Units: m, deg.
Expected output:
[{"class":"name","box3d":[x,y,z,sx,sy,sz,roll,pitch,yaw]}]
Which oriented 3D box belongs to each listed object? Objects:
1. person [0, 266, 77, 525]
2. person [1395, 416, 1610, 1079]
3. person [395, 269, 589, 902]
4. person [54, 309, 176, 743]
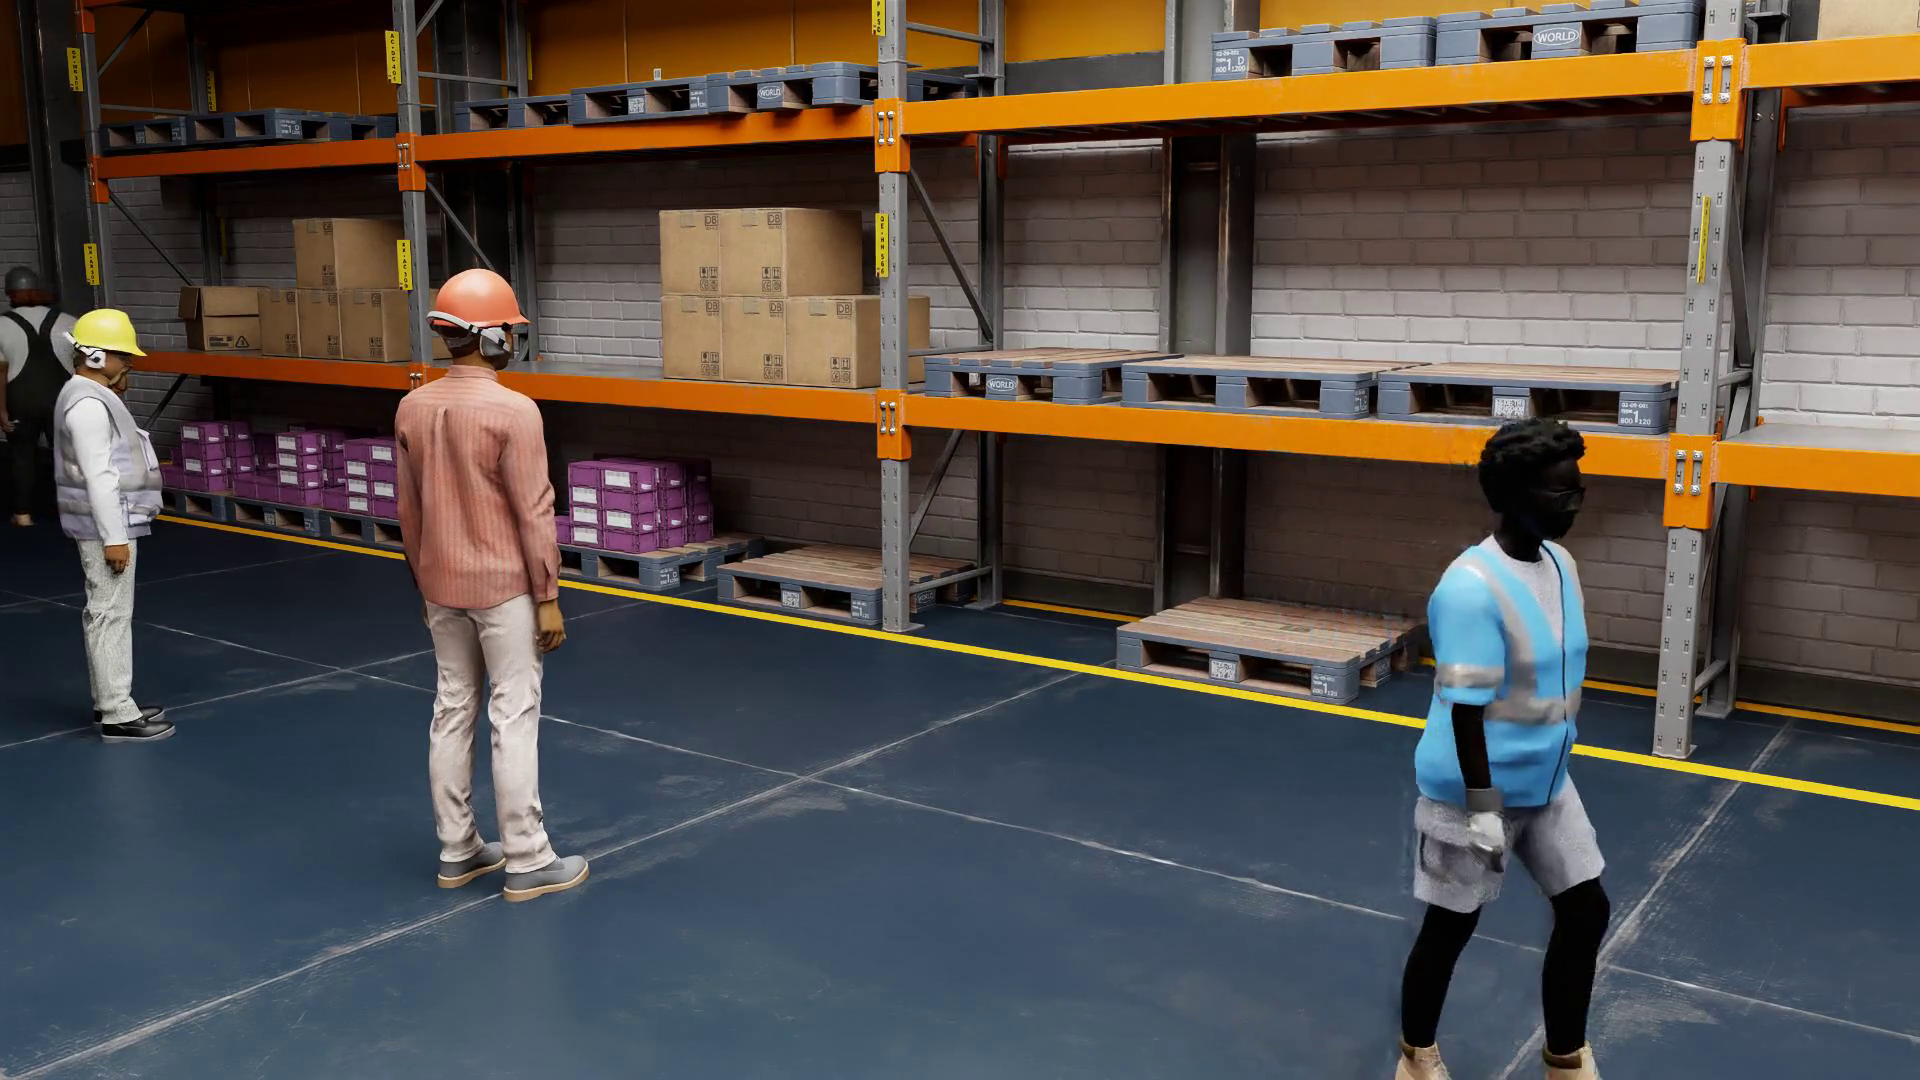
[{"class":"person","box3d":[-6.912,-1.089,12.524,0.696,2.000,1.007,-8,13,-41]},{"class":"person","box3d":[1.293,0.569,3.722,0.547,1.679,0.662,-8,13,-40]},{"class":"person","box3d":[-1.501,0.149,5.288,0.610,1.996,0.379,5,11,28]},{"class":"person","box3d":[-3.588,-0.059,7.044,0.403,1.822,0.589,-6,11,-30]}]
